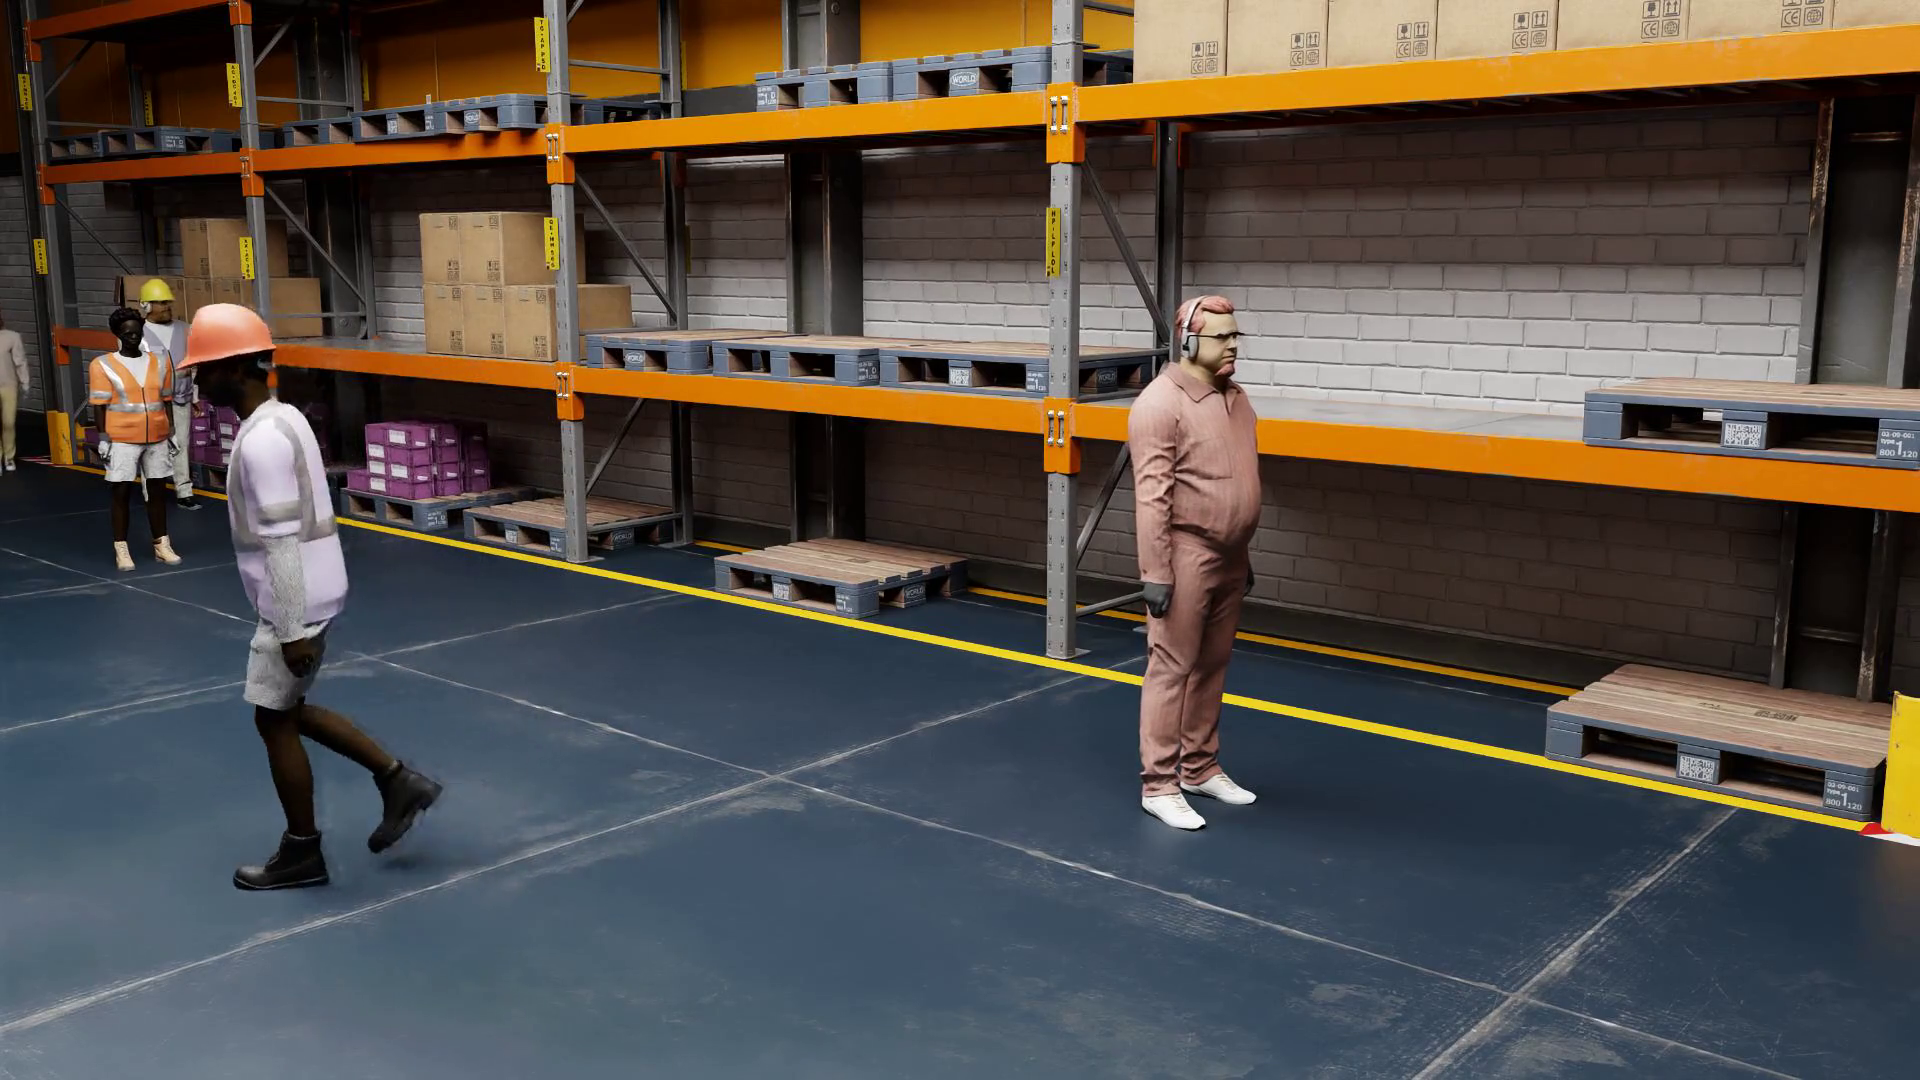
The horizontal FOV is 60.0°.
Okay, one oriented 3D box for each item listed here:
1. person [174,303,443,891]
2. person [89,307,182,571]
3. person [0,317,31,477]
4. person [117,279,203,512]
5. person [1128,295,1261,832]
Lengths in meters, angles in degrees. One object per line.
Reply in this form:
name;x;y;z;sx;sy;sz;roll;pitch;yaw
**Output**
person;-2.123;0.190;5.385;0.662;1.907;0.573;-2;10;-12
person;-5.331;-0.654;10.782;0.315;1.695;0.541;8;13;39
person;-8.845;-1.392;15.279;0.510;1.589;0.847;-6;12;-31
person;-6.252;-1.122;13.062;0.404;1.830;0.602;8;13;39
person;0.883;0.075;6.037;0.408;1.906;0.653;8;13;39
